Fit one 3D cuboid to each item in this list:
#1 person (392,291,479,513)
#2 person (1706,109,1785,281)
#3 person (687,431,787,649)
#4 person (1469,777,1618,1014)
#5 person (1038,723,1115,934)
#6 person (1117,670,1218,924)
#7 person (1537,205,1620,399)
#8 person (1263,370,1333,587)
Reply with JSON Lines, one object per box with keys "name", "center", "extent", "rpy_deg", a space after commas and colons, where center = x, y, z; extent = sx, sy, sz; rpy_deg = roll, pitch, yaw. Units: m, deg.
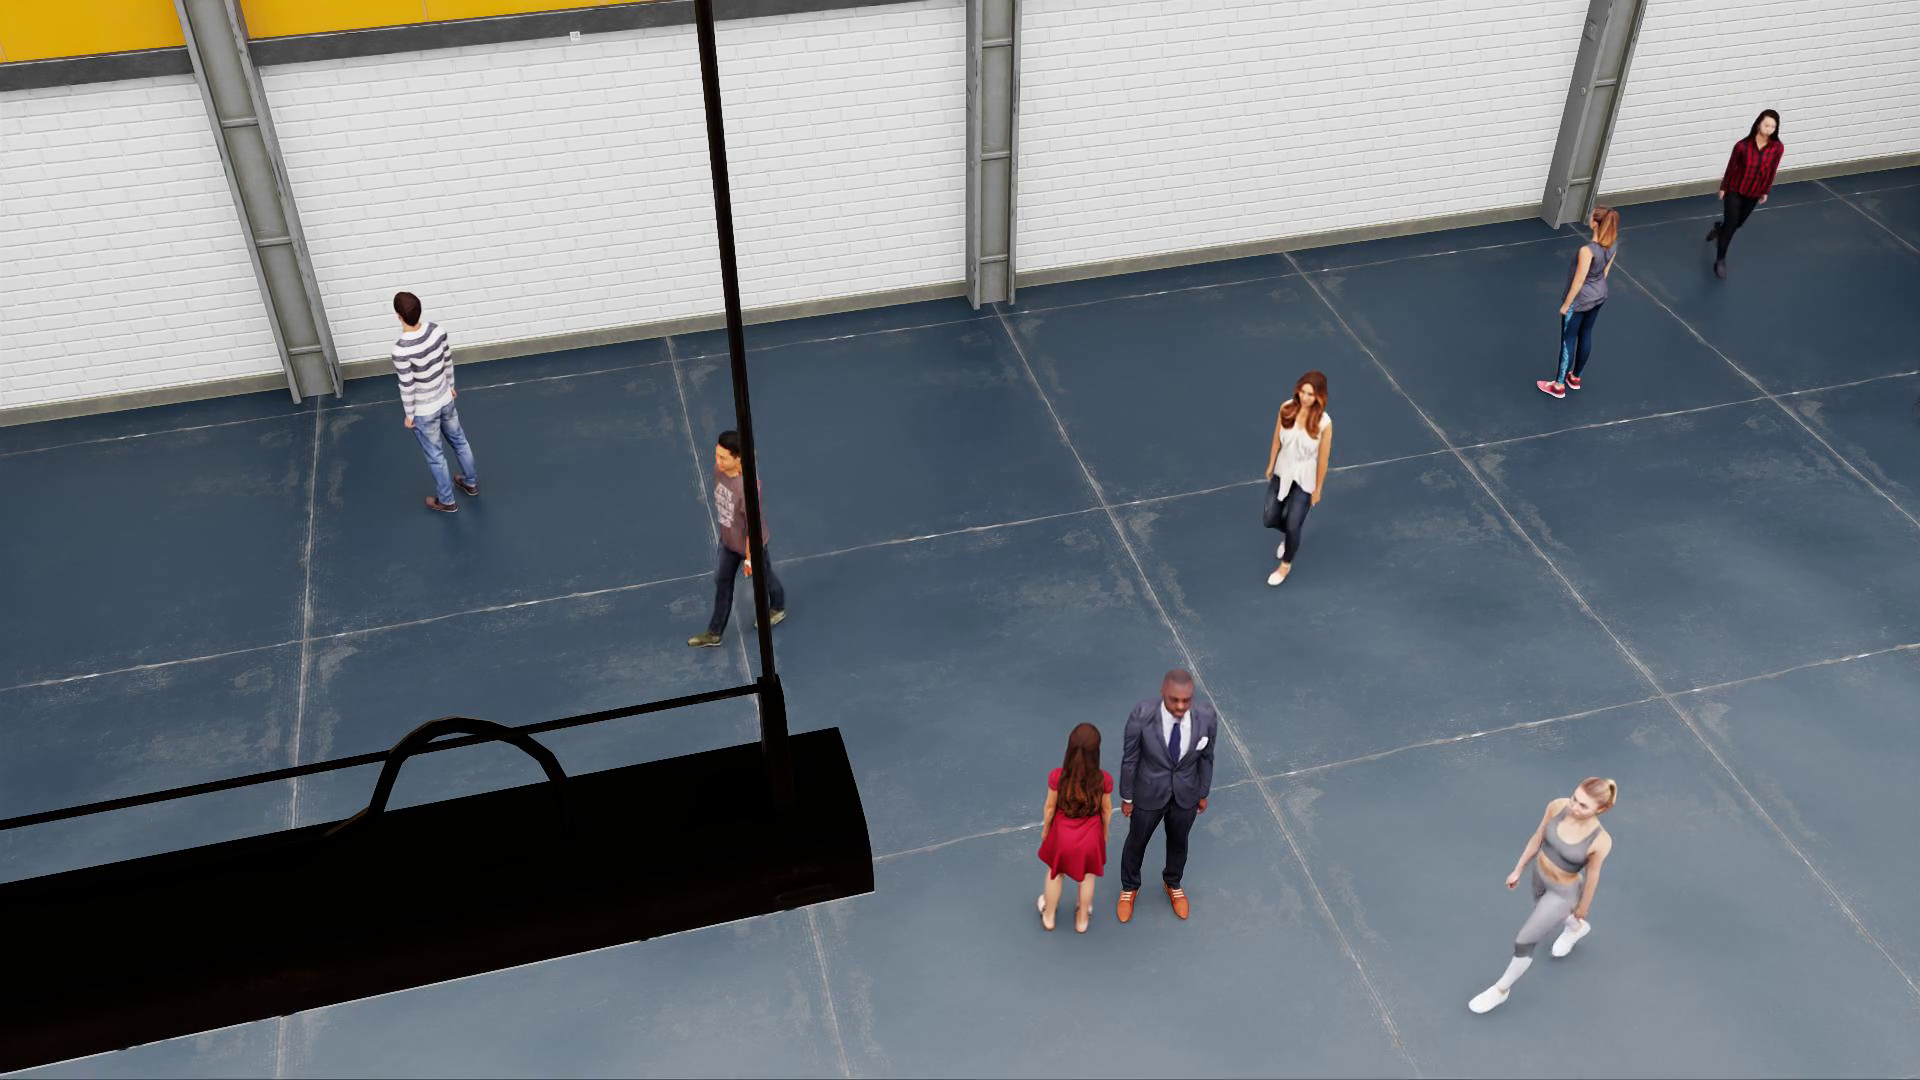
{"name": "person", "center": [-3.975, -1.045, 12.512], "extent": [0.772, 1.855, 0.702], "rpy_deg": [22, 43, 25]}
{"name": "person", "center": [7.267, -3.281, 15.491], "extent": [0.946, 1.631, 0.829], "rpy_deg": [4, 39, 5]}
{"name": "person", "center": [-1.396, -0.050, 11.352], "extent": [1.137, 1.746, 0.969], "rpy_deg": [-31, 48, -32]}
{"name": "person", "center": [3.286, 1.850, 9.034], "extent": [1.184, 1.670, 0.712], "rpy_deg": [-17, 42, -20]}
{"name": "person", "center": [0.654, 1.648, 9.385], "extent": [0.613, 1.549, 0.685], "rpy_deg": [0, 39, 0]}
{"name": "person", "center": [1.158, 1.429, 9.439], "extent": [0.610, 1.822, 0.795], "rpy_deg": [-2, 39, -3]}
{"name": "person", "center": [5.169, -1.980, 13.788], "extent": [0.563, 1.723, 0.683], "rpy_deg": [-22, 44, -25]}
{"name": "person", "center": [2.437, -0.479, 11.865], "extent": [0.780, 1.777, 0.842], "rpy_deg": [27, 46, 30]}
